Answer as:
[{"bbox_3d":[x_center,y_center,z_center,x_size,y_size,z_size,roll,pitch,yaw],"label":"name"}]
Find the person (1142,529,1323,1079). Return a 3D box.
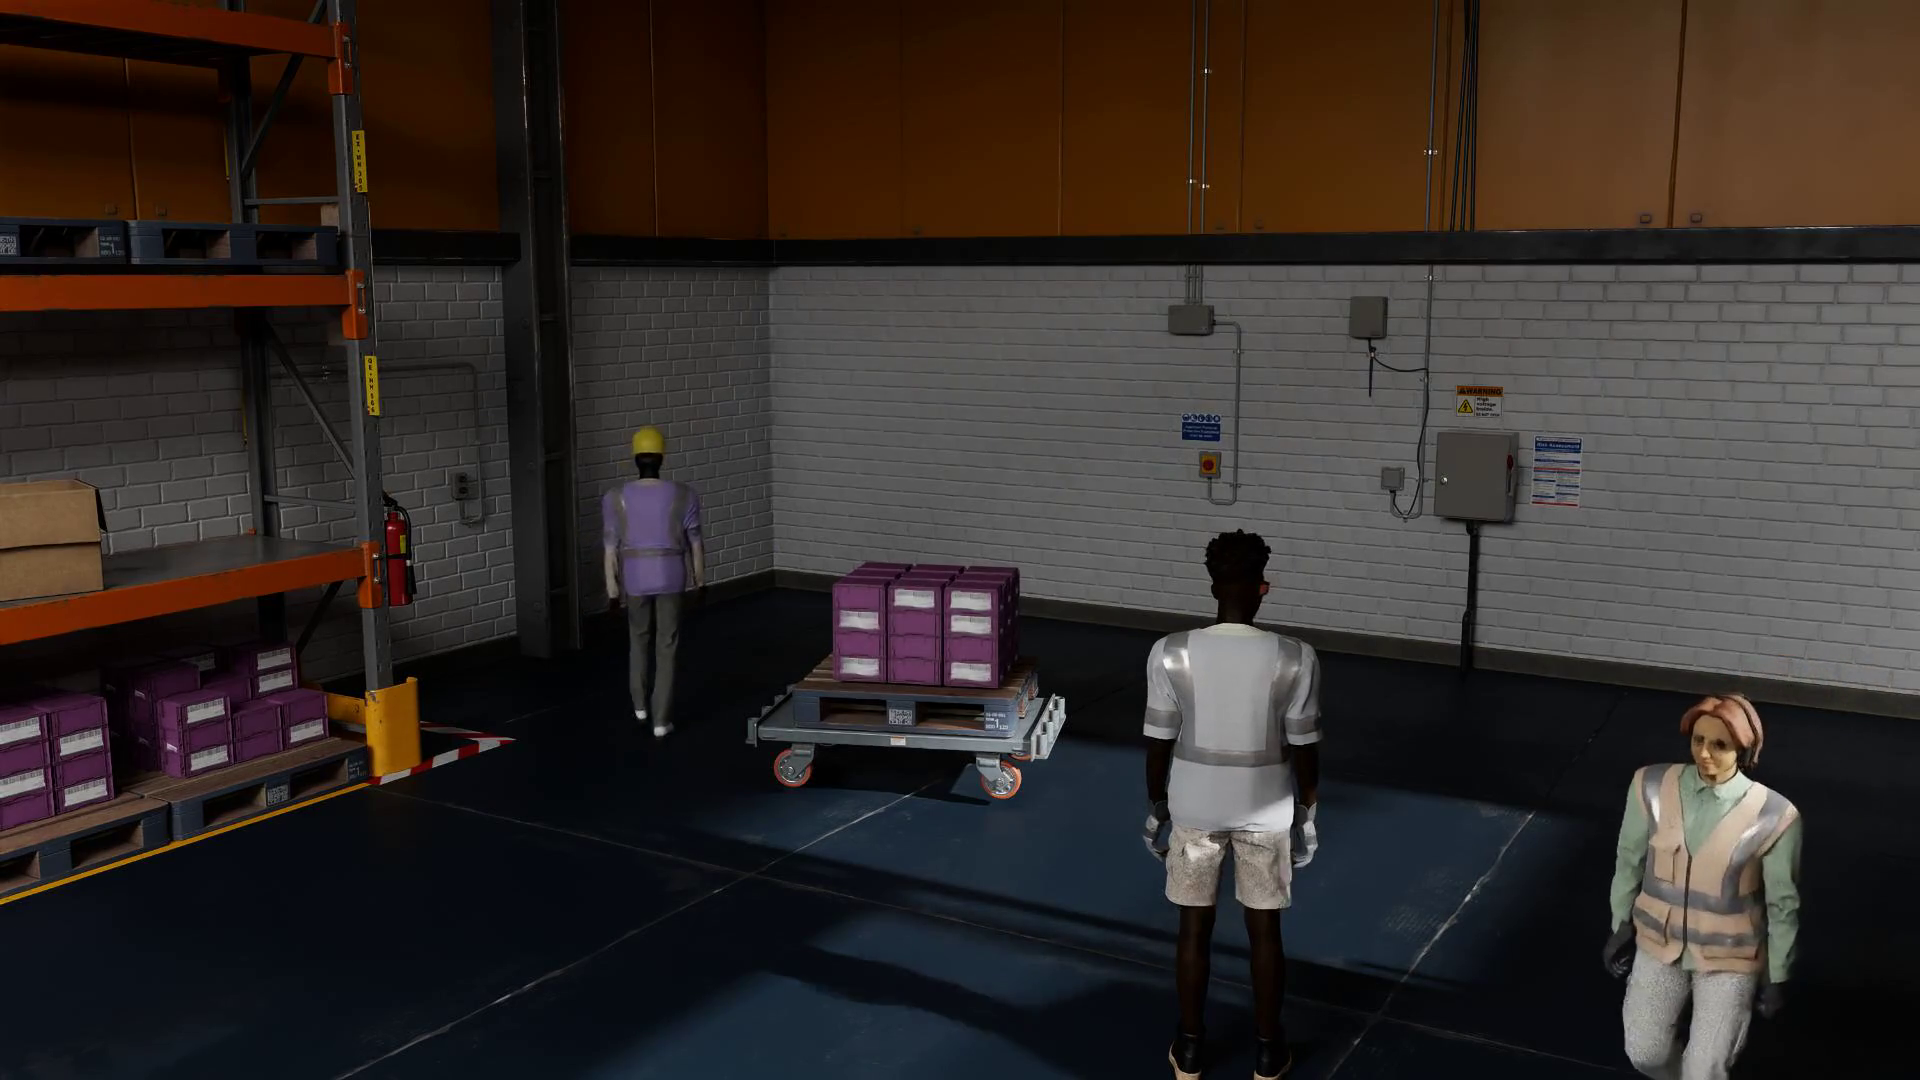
[{"bbox_3d":[0.945,0.936,5.811,0.614,1.962,0.362,1,9,9],"label":"person"}]

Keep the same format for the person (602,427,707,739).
[{"bbox_3d":[-1.885,0.244,10.353,0.600,1.900,0.787,0,9,-3],"label":"person"}]

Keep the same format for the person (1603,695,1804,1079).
[{"bbox_3d":[2.248,1.234,5.011,0.532,1.619,0.579,9,13,44],"label":"person"}]
